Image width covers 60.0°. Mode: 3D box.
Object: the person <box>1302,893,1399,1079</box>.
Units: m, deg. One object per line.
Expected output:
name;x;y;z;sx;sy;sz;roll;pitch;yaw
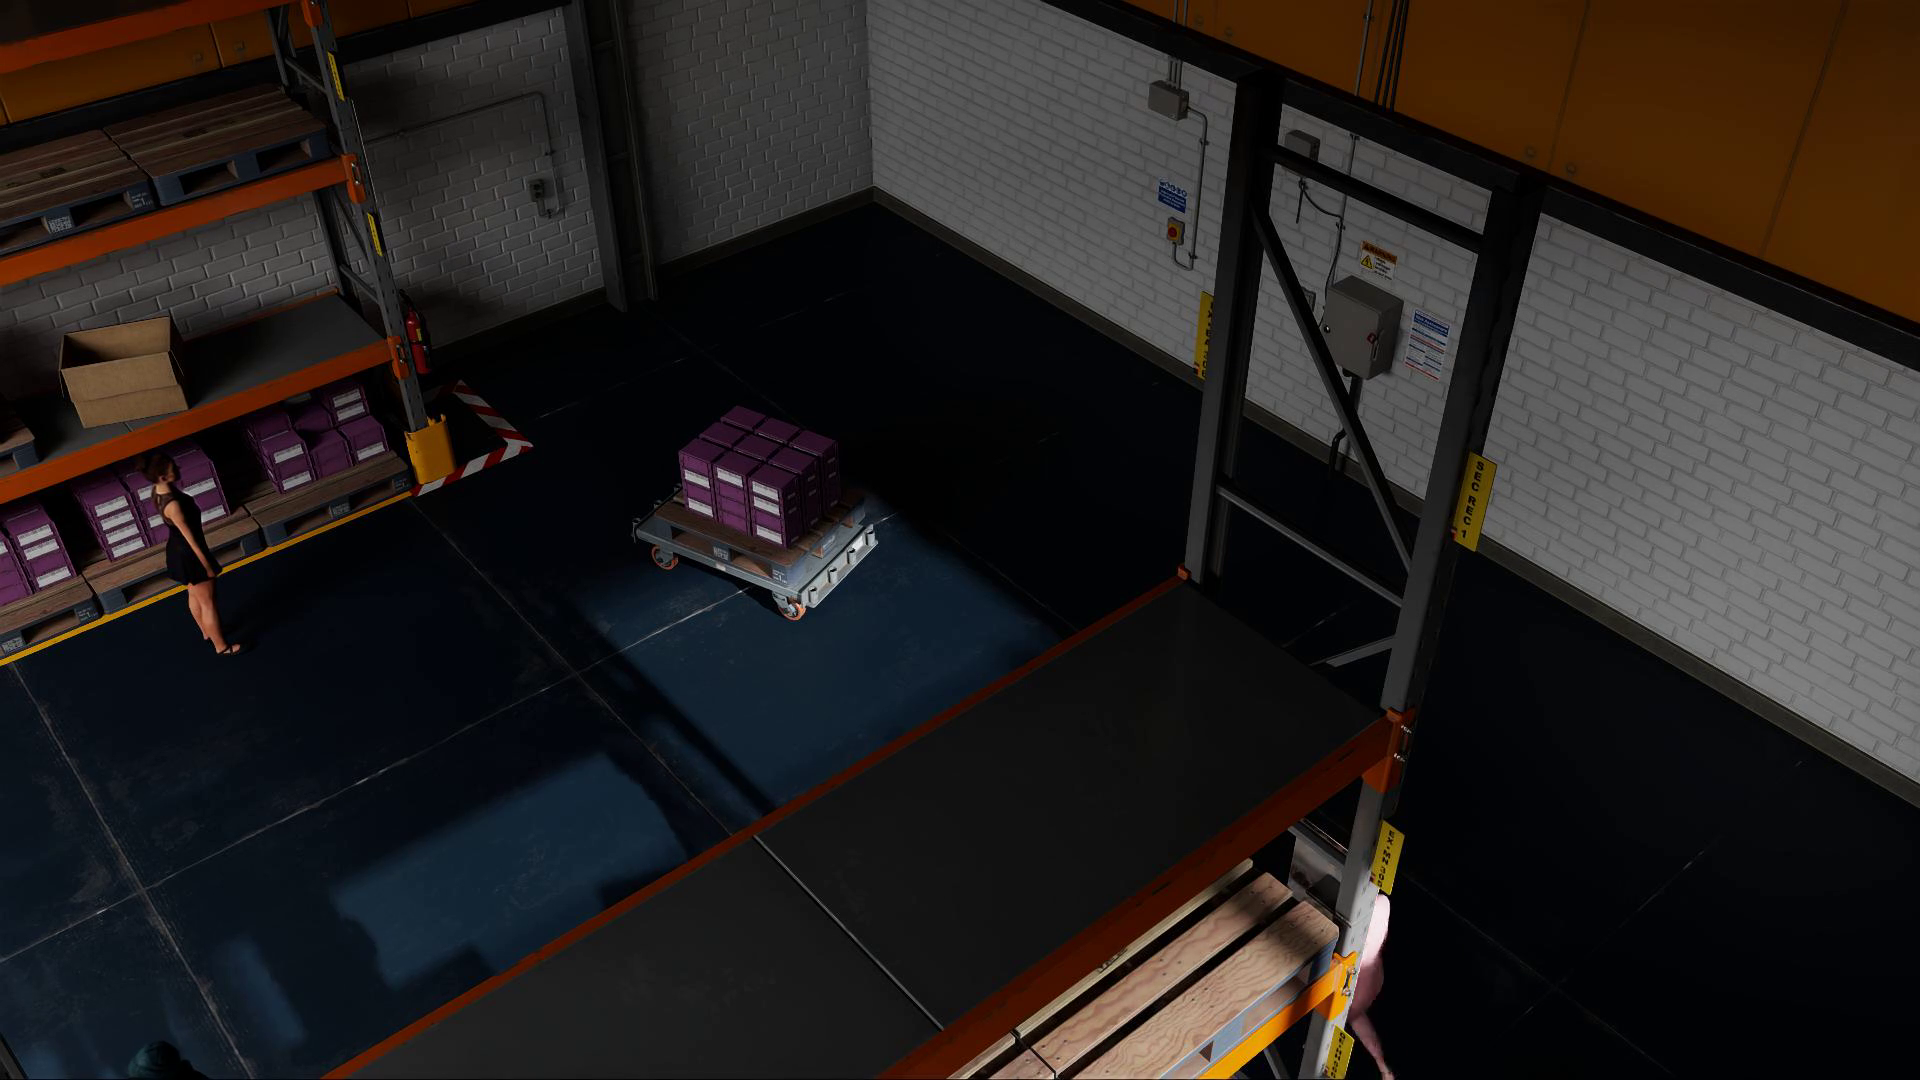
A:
person;2.058;2.326;8.501;0.789;1.763;0.758;-28;46;-30

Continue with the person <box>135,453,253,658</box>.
person;-5.265;0.092;11.370;0.545;1.674;0.563;-28;46;-31
